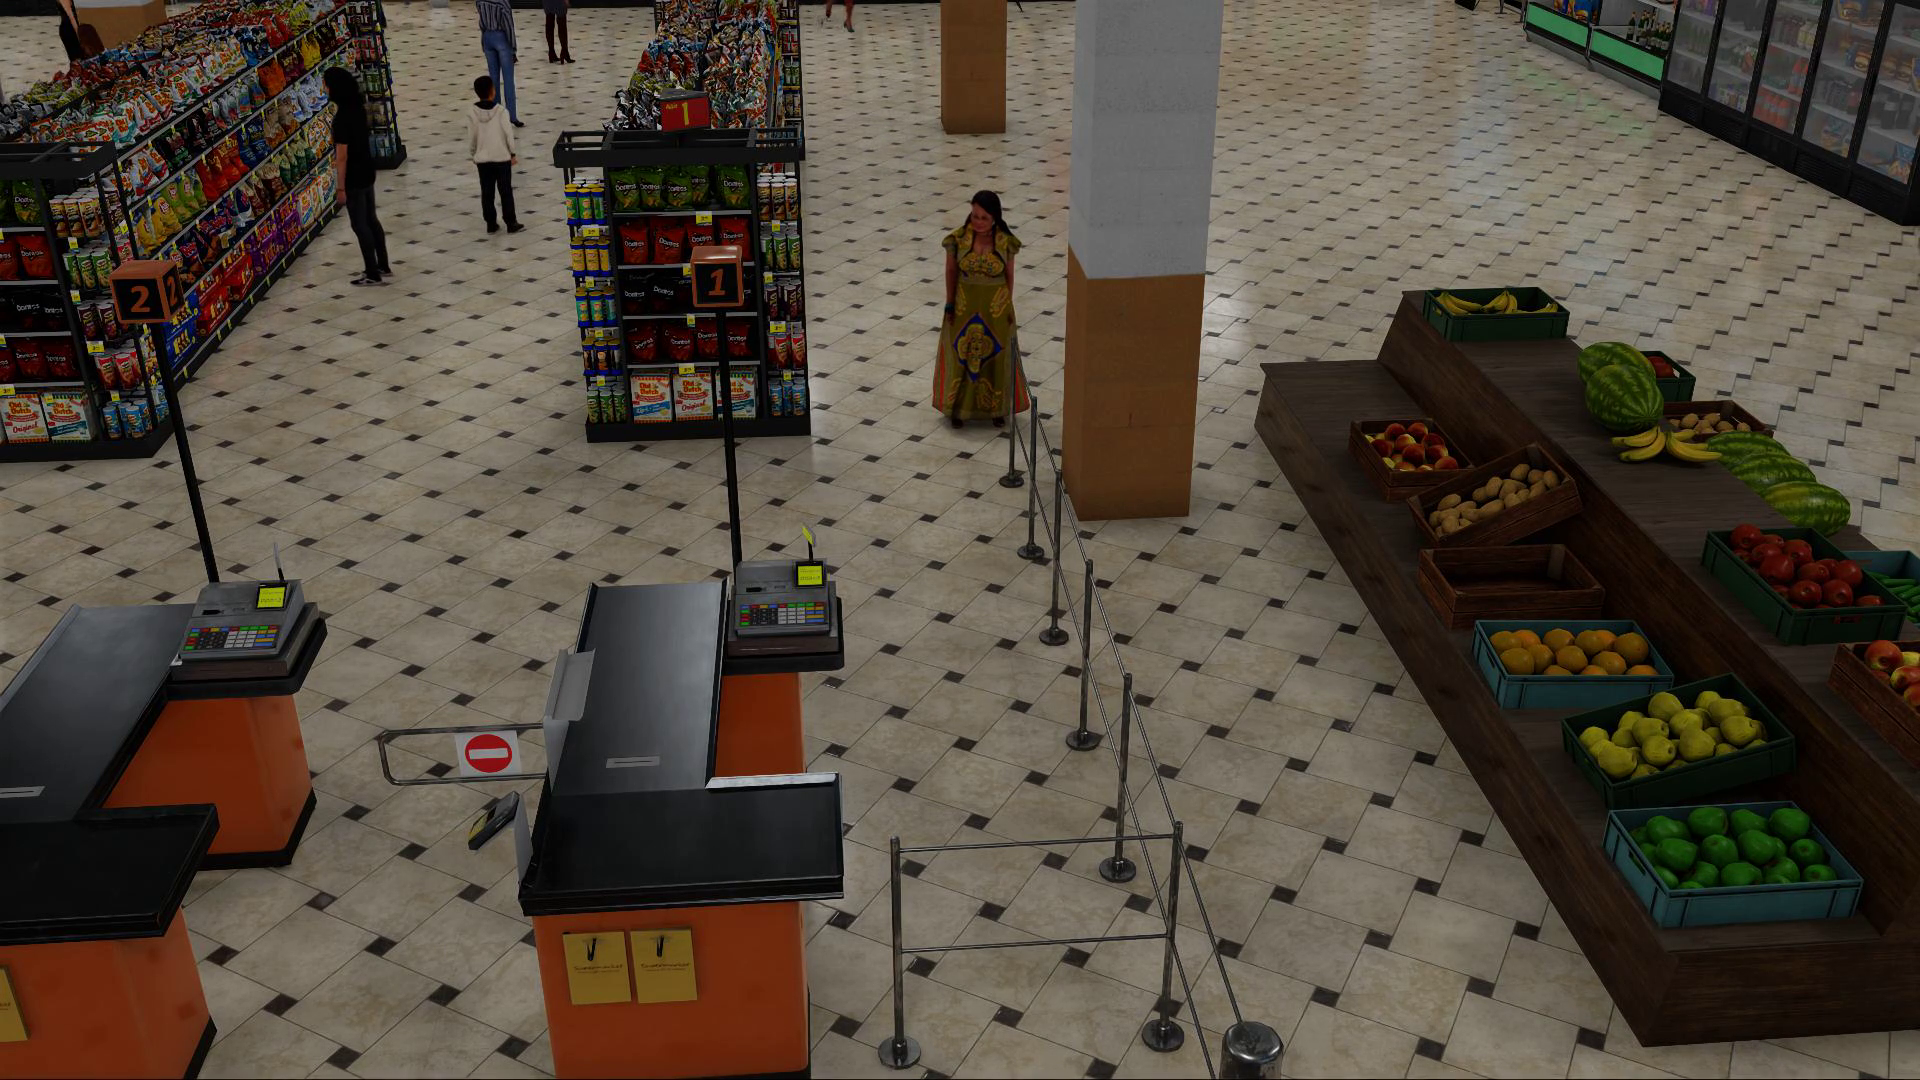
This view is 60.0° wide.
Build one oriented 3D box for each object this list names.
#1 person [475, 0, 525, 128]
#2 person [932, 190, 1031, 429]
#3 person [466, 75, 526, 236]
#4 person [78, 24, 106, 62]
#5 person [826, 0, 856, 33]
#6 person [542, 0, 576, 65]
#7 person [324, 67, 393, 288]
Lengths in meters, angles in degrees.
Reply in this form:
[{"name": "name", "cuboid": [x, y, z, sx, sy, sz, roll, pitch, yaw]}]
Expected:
[{"name": "person", "cuboid": [-5.355, -5.696, 19.286, 0.693, 1.792, 0.685, 10, 29, 19]}, {"name": "person", "cuboid": [0.139, -1.574, 11.305, 0.823, 1.659, 0.730, -2, 27, -4]}, {"name": "person", "cuboid": [-4.352, -3.573, 15.473, 0.615, 1.453, 0.545, 2, 27, 4]}, {"name": "person", "cuboid": [-9.105, -4.764, 17.813, 0.789, 1.462, 0.667, 2, 27, 4]}, {"name": "person", "cuboid": [-1.804, -8.511, 24.911, 0.841, 1.724, 0.988, -18, 32, -32]}, {"name": "person", "cuboid": [-5.560, -7.412, 22.762, 0.654, 1.709, 0.676, 14, 30, 26]}, {"name": "person", "cuboid": [-5.096, -3.085, 14.095, 0.736, 1.830, 0.513, 1, 27, 3]}]
